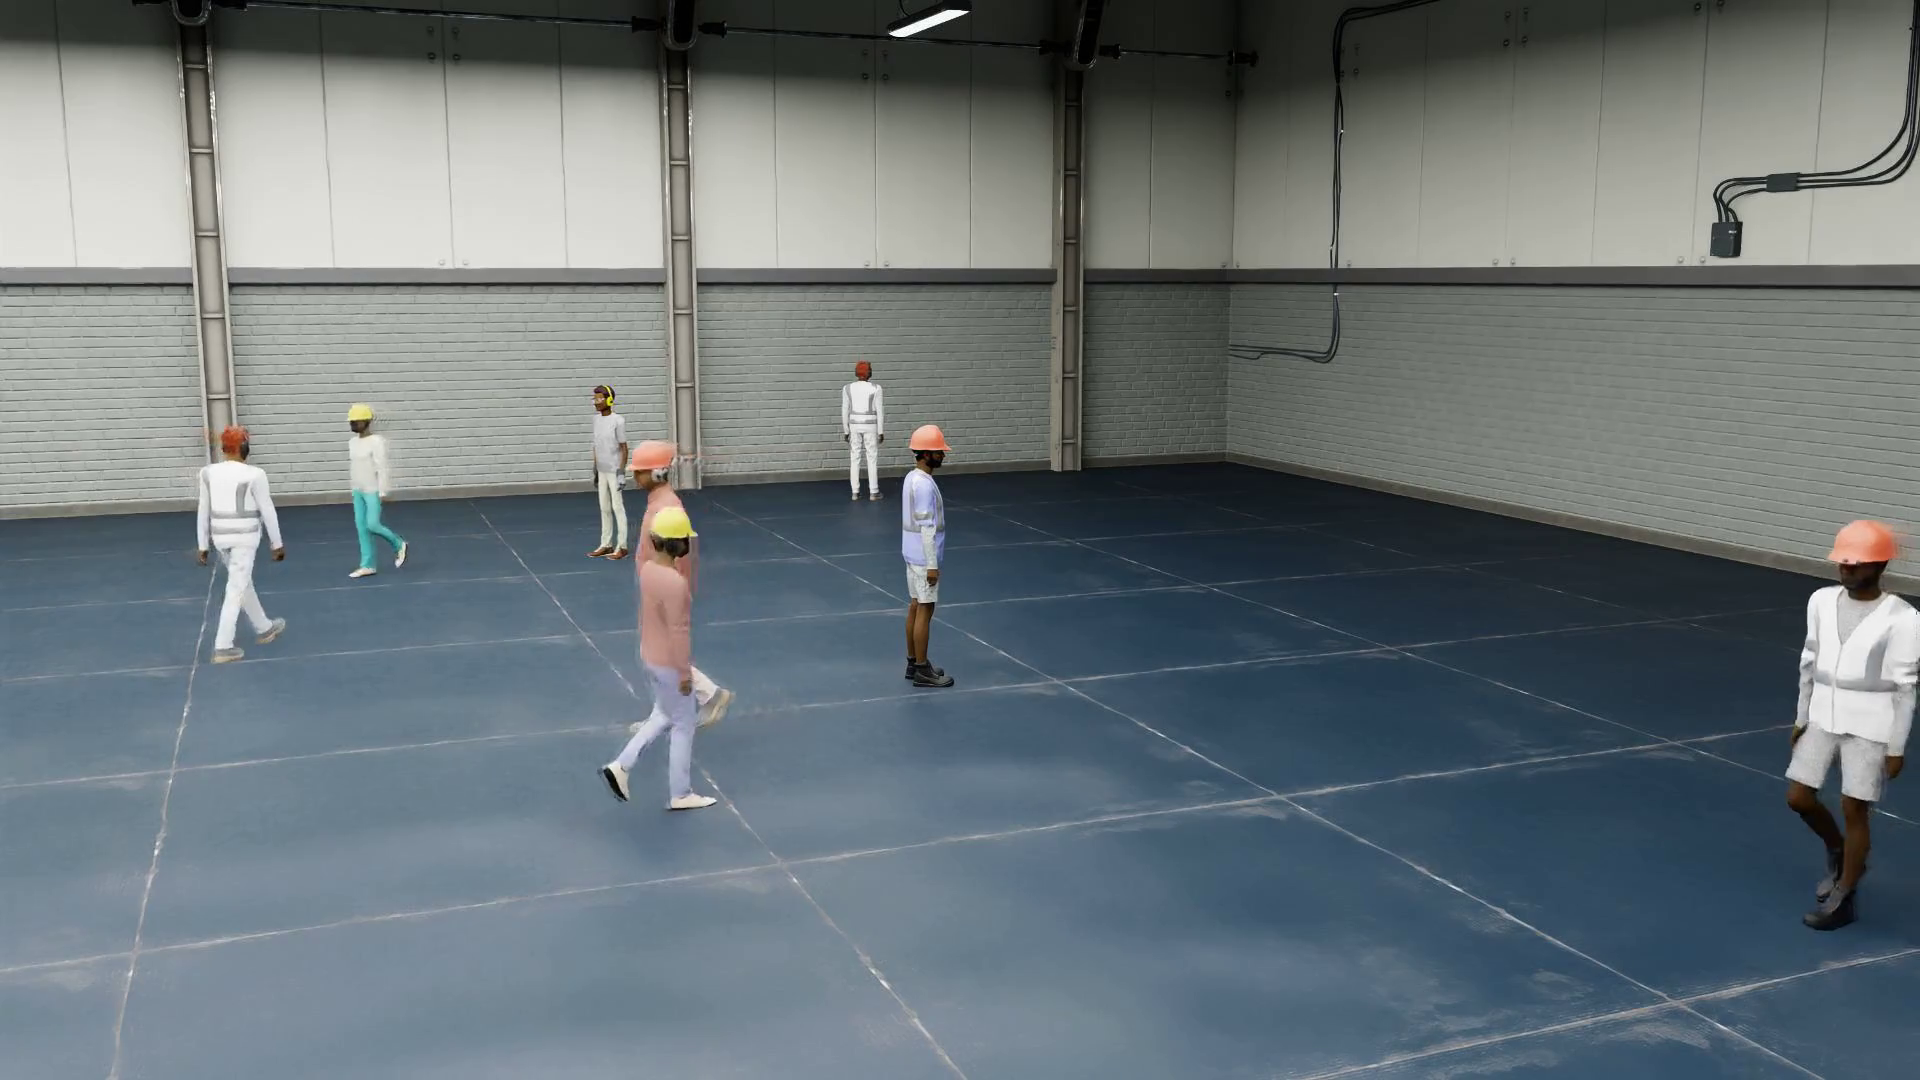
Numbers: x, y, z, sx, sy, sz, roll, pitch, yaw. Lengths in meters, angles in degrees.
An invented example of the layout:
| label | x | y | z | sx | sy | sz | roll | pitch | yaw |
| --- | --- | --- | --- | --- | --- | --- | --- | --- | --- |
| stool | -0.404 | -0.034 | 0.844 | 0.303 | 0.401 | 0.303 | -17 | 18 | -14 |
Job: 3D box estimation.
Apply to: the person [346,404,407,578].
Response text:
| label | x | y | z | sx | sy | sz | roll | pitch | yaw |
| --- | --- | --- | --- | --- | --- | --- | --- | --- | --- |
| person | -5.927 | -0.506 | 16.769 | 0.540 | 1.751 | 0.532 | 6 | 11 | 34 |

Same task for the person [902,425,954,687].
| label | x | y | z | sx | sy | sz | roll | pitch | yaw |
| --- | --- | --- | --- | --- | --- | --- | --- | --- | --- |
| person | -0.243 | 0.117 | 12.303 | 0.358 | 1.938 | 0.548 | -2 | 9 | -13 |

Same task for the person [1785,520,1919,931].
| label | x | y | z | sx | sy | sz | roll | pitch | yaw |
| --- | --- | --- | --- | --- | --- | --- | --- | --- | --- |
| person | 4.120 | 0.855 | 7.696 | 0.423 | 1.927 | 0.562 | -5 | 10 | -28 |

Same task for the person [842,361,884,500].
| label | x | y | z | sx | sy | sz | roll | pitch | yaw |
| --- | --- | --- | --- | --- | --- | --- | --- | --- | --- |
| person | -1.304 | -1.477 | 22.490 | 0.574 | 1.882 | 0.358 | 2 | 9 | 14 |

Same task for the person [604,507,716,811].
| label | x | y | z | sx | sy | sz | roll | pitch | yaw |
| --- | --- | --- | --- | --- | --- | --- | --- | --- | --- |
| person | -1.685 | 0.683 | 9.328 | 0.533 | 1.746 | 0.535 | -6 | 11 | -32 |

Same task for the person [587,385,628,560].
| label | x | y | z | sx | sy | sz | roll | pitch | yaw |
| --- | --- | --- | --- | --- | --- | --- | --- | --- | --- |
| person | -3.759 | -0.723 | 17.791 | 0.513 | 1.872 | 0.331 | 7 | 12 | 38 |

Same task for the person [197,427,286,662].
| label | x | y | z | sx | sy | sz | roll | pitch | yaw |
| --- | --- | --- | --- | --- | --- | --- | --- | --- | --- |
| person | -5.738 | 0.009 | 13.326 | 0.598 | 1.824 | 0.998 | 2 | 9 | 15 |

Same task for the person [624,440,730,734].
| label | x | y | z | sx | sy | sz | roll | pitch | yaw |
| --- | --- | --- | --- | --- | --- | --- | --- | --- | --- |
| person | -1.894 | 0.325 | 10.899 | 0.557 | 1.977 | 0.615 | -2 | 9 | -11 |
